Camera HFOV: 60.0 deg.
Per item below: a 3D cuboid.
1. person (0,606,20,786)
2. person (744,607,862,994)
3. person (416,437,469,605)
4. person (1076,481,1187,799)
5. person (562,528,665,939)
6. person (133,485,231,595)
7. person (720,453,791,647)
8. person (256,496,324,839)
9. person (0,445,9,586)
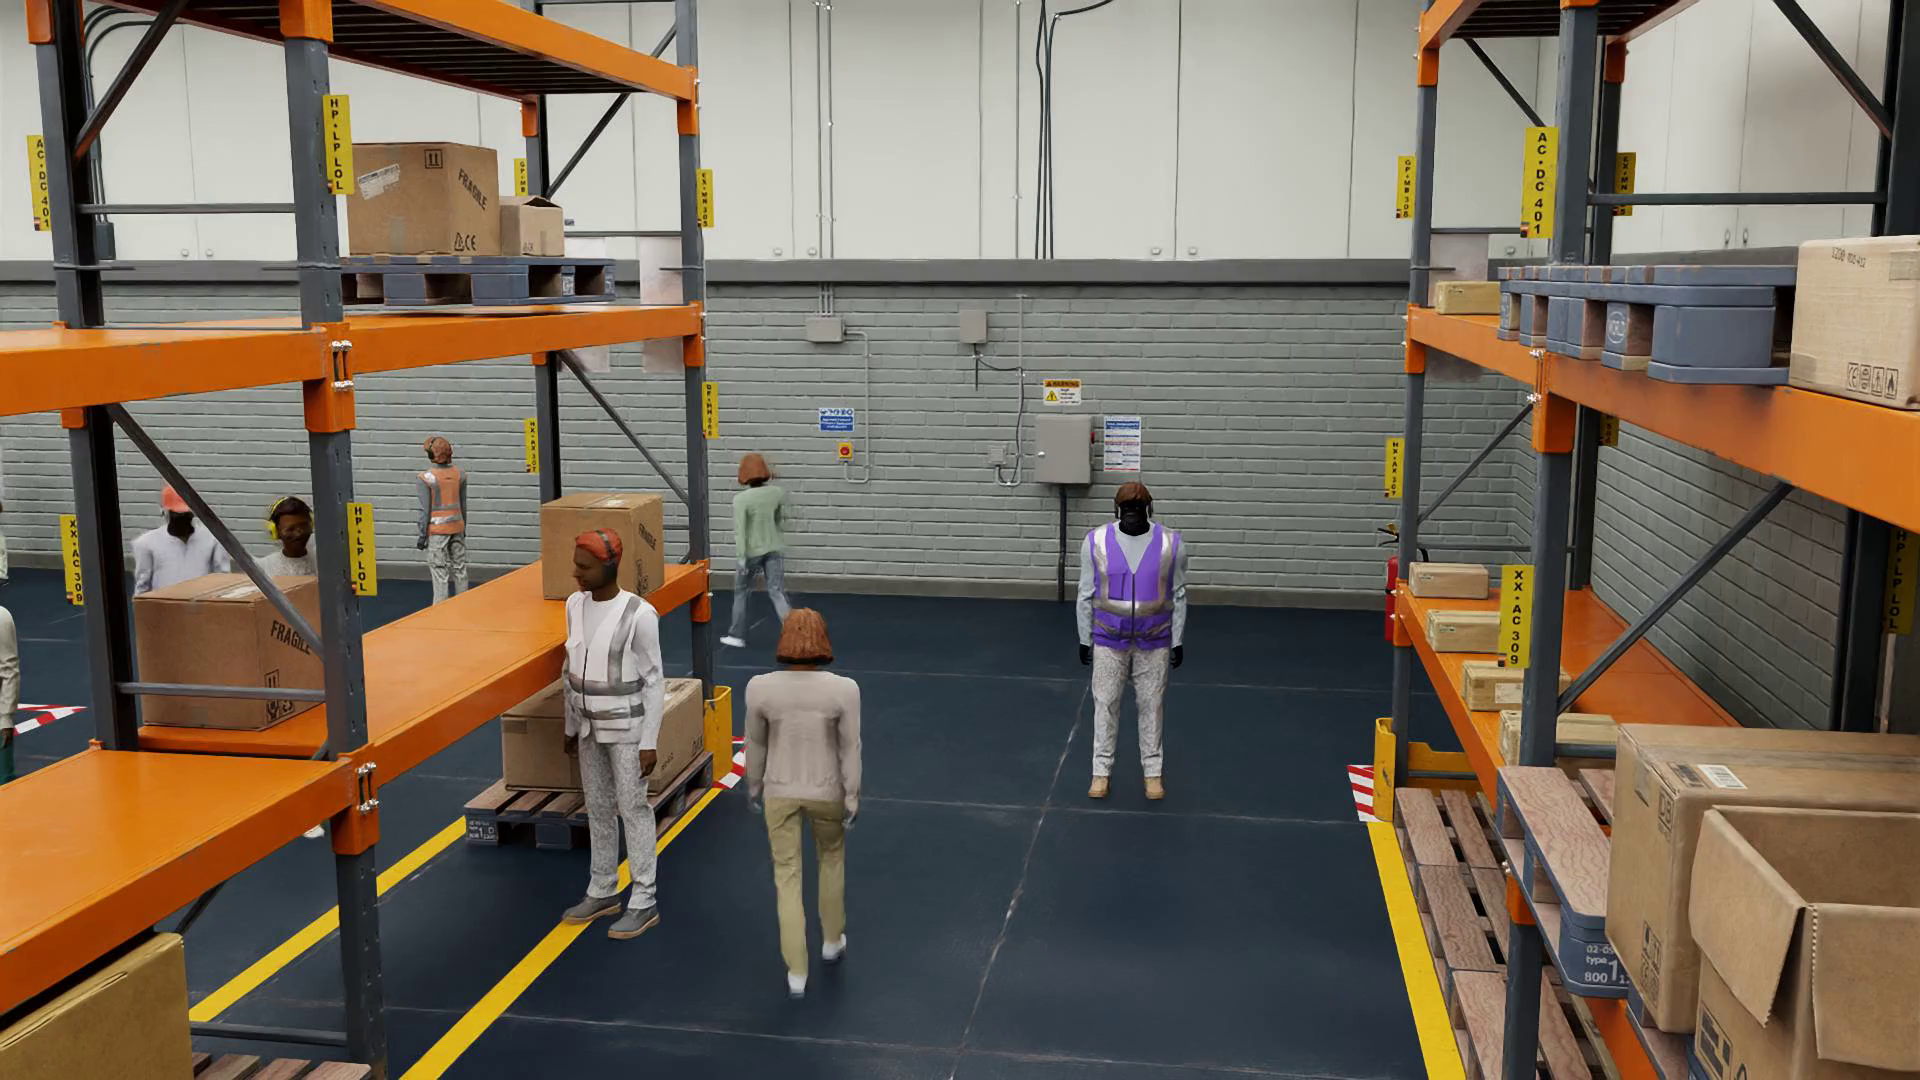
[{"bbox_3d":[-4.802,0.854,8.070,0.524,1.769,0.316,2,9,14],"label":"person"},{"bbox_3d":[-0.670,1.079,7.149,0.507,1.607,0.681,0,9,-2],"label":"person"},{"bbox_3d":[-4.371,-0.057,14.081,0.307,1.641,0.512,5,11,30],"label":"person"},{"bbox_3d":[0.984,0.575,9.560,0.633,1.842,0.429,1,9,4],"label":"person"},{"bbox_3d":[-1.595,0.873,7.594,0.584,1.882,0.337,7,11,35],"label":"person"},{"bbox_3d":[-4.991,0.458,10.739,0.578,1.701,0.916,-8,12,-42],"label":"person"},{"bbox_3d":[-1.589,0.101,13.237,0.505,1.594,0.805,-8,12,-41],"label":"person"},{"bbox_3d":[-3.509,0.674,8.920,0.546,1.852,0.415,-8,12,-42],"label":"person"},{"bbox_3d":[-9.421,-0.408,15.938,0.573,1.741,0.355,3,10,17],"label":"person"}]
